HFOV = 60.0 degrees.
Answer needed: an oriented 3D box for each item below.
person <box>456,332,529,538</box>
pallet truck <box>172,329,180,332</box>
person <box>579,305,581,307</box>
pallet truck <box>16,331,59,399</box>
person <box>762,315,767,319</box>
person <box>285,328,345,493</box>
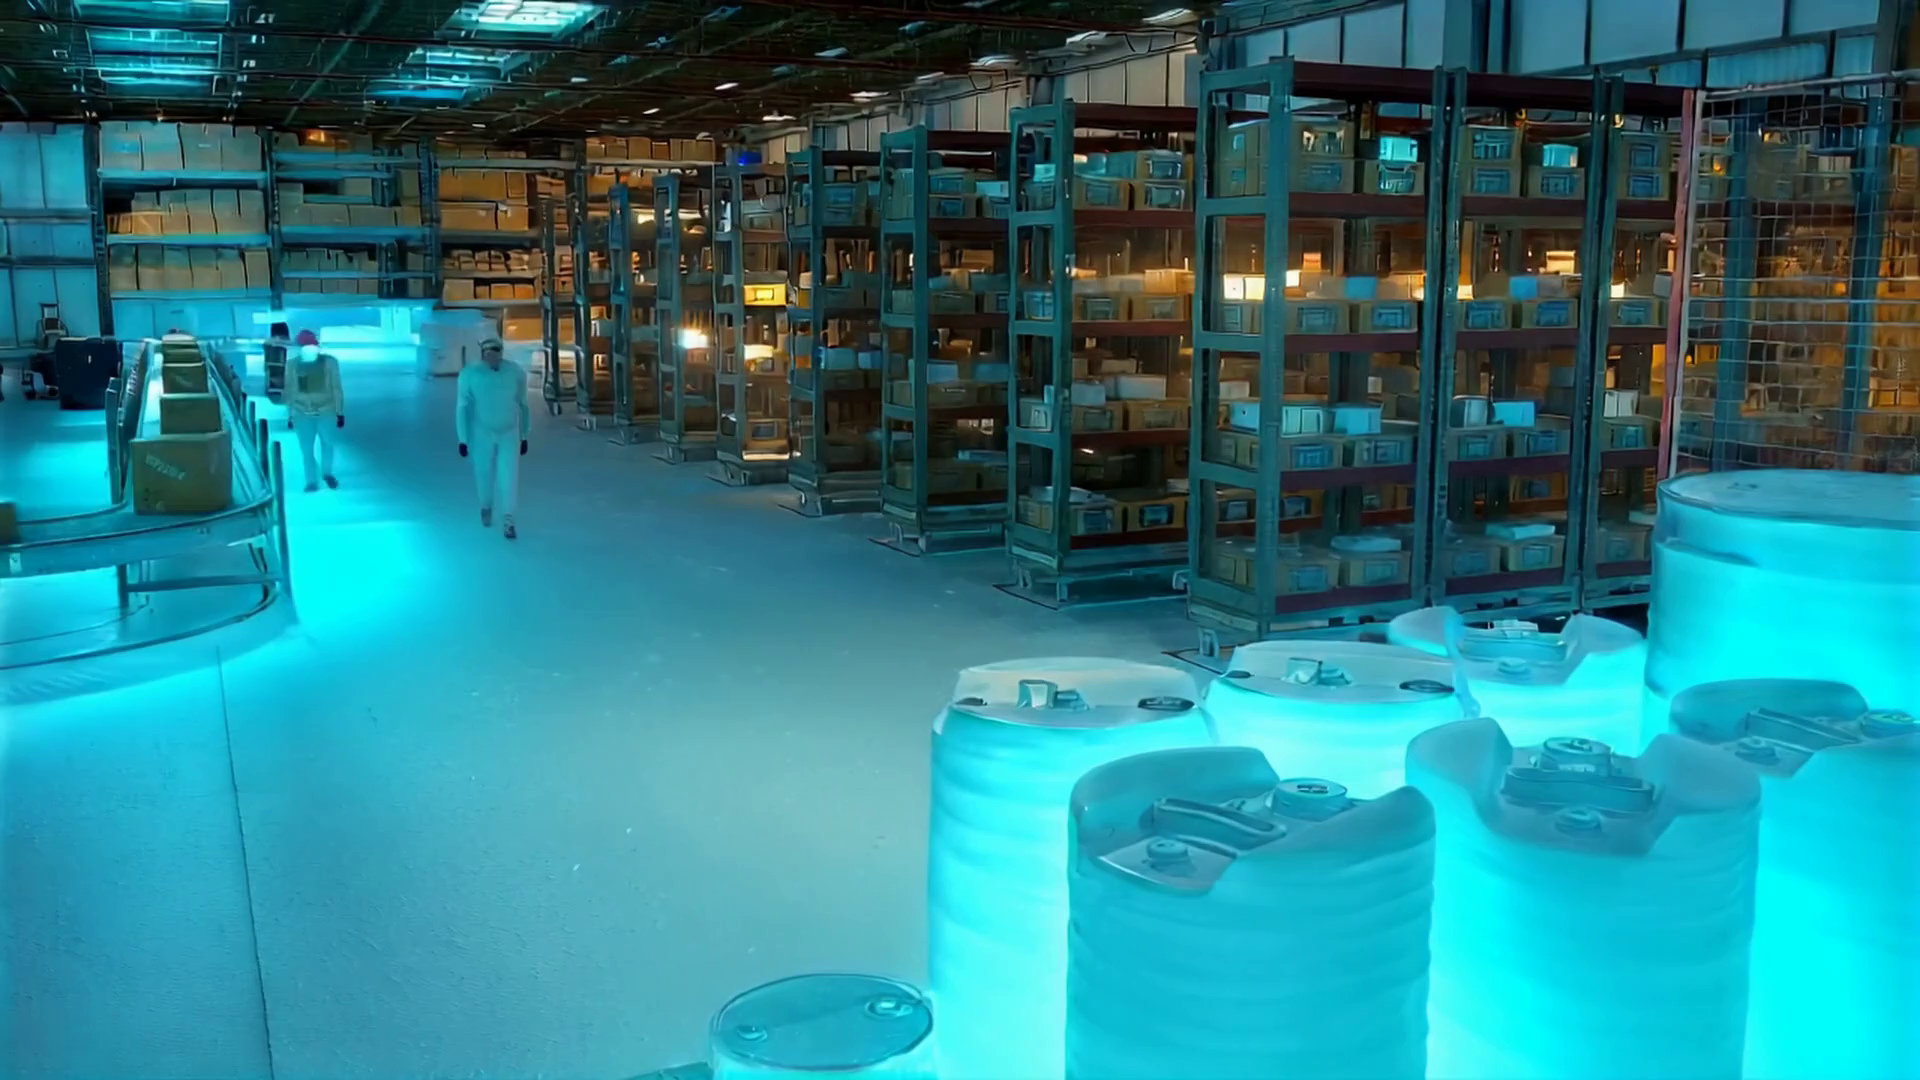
[{"bbox_3d":[-4.305,-0.986,15.338,0.652,1.877,0.872,-3,10,-20],"label":"person"},{"bbox_3d":[-17.275,-3.851,35.096,1.601,1.201,0.680,0,9,1],"label":"pallet truck"},{"bbox_3d":[-11.846,-6.913,52.571,0.761,1.715,0.508,-4,10,-24],"label":"person"},{"bbox_3d":[-17.082,-3.353,31.781,1.630,1.274,0.653,-4,10,-25],"label":"pallet truck"},{"bbox_3d":[-4.133,-4.234,35.086,0.375,1.997,0.608,3,10,20],"label":"person"},{"bbox_3d":[-7.060,-1.421,18.236,0.620,1.808,0.527,-2,9,-13],"label":"person"}]
